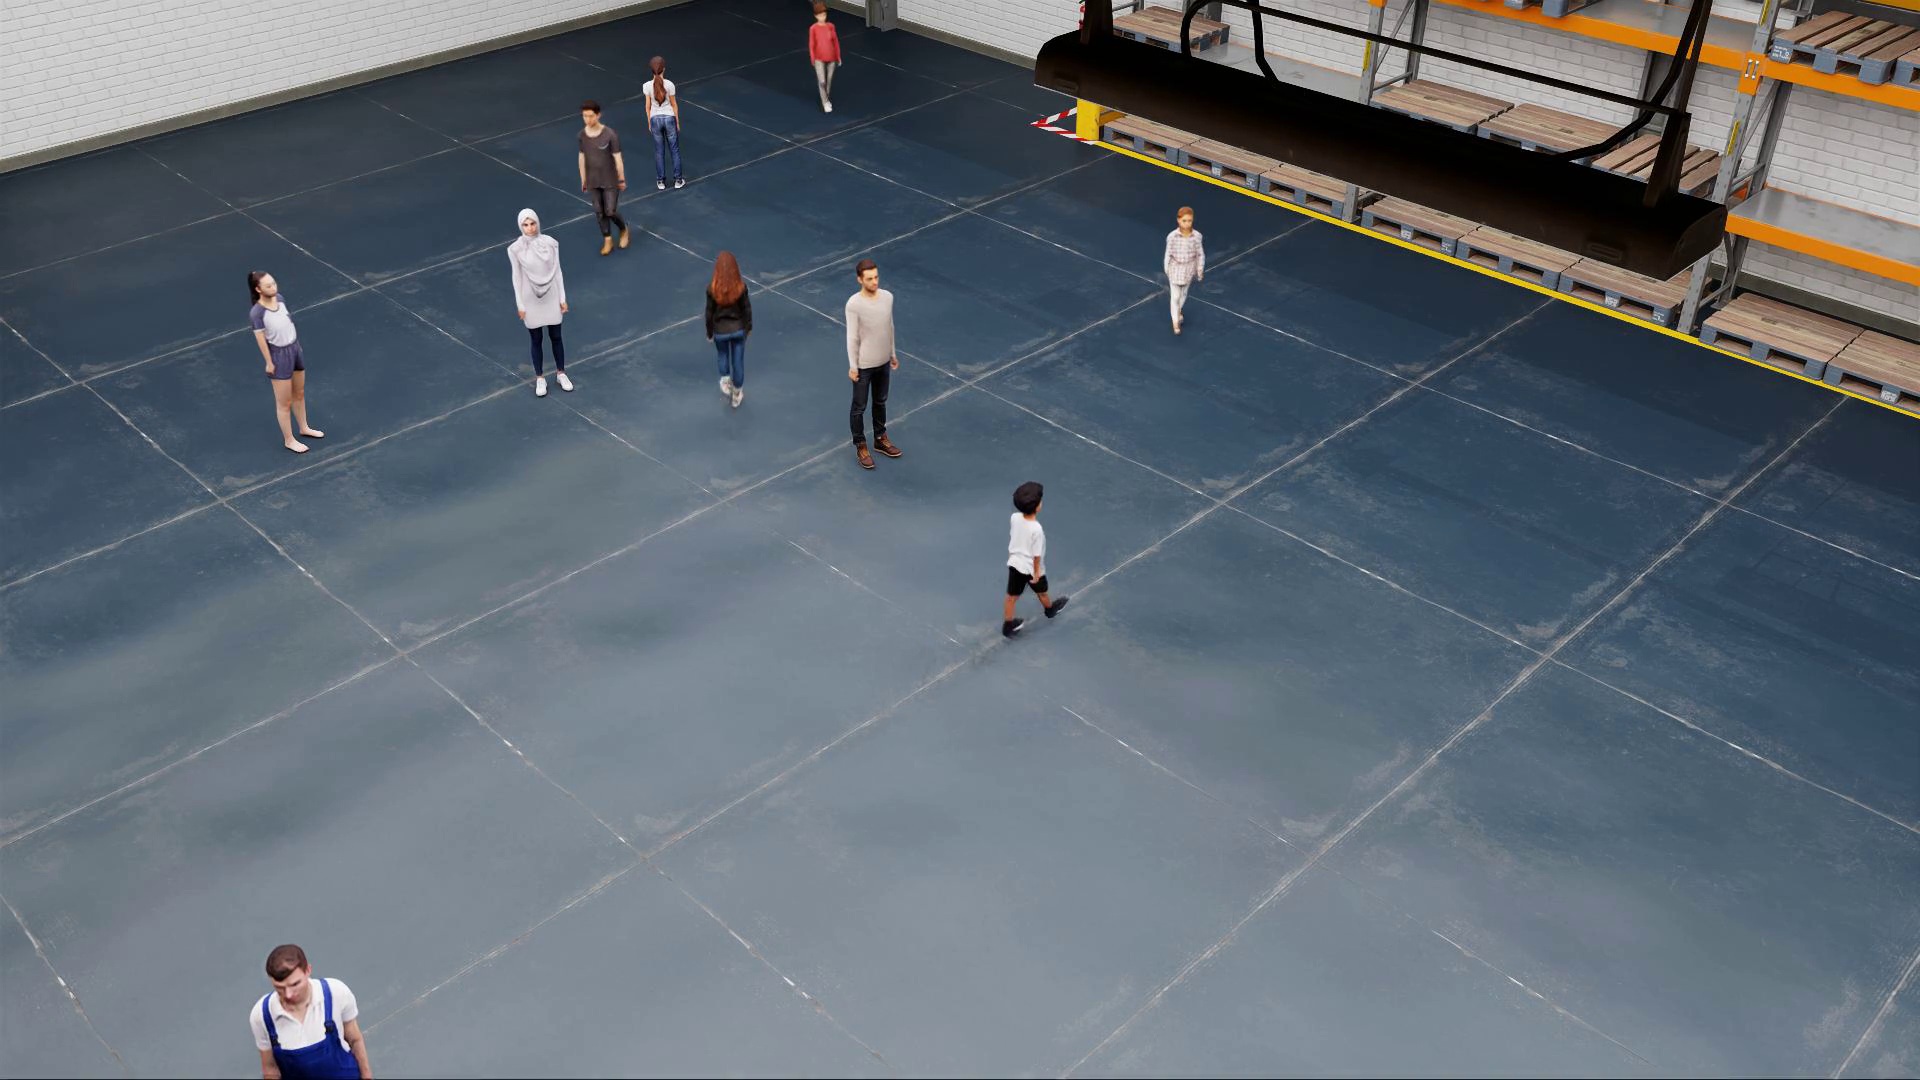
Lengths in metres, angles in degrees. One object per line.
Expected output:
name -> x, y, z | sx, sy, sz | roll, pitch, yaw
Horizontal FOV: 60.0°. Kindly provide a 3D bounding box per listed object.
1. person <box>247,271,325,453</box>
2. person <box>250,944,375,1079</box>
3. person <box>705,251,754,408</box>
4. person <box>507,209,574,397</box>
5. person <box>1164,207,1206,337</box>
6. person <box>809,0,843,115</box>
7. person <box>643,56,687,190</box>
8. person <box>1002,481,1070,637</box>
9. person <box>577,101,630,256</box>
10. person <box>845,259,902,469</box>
person -> -5.888, -1.569, 14.428 | 0.685, 1.651, 0.673 | 8, 34, 12
person -> -3.054, 2.597, 7.981 | 0.711, 1.849, 0.710 | -12, 36, -18
person -> -2.080, -1.879, 15.059 | 0.751, 1.468, 0.816 | -6, 34, -9
person -> -3.845, -2.192, 15.252 | 0.676, 1.776, 0.649 | -14, 36, -19
person -> 2.202, -2.710, 16.481 | 0.865, 1.277, 0.945 | -2, 34, -3
person -> -1.798, -6.356, 21.862 | 0.731, 1.393, 0.933 | -14, 36, -20
person -> -3.483, -4.912, 19.536 | 0.624, 1.563, 0.681 | -1, 34, -1
person -> 0.441, 0.179, 12.175 | 0.733, 1.233, 0.552 | 28, 43, 36
person -> -3.827, -3.938, 17.941 | 0.740, 1.707, 0.815 | 9, 35, 14
person -> -0.761, -1.532, 14.175 | 0.661, 1.868, 0.584 | -25, 41, -33
